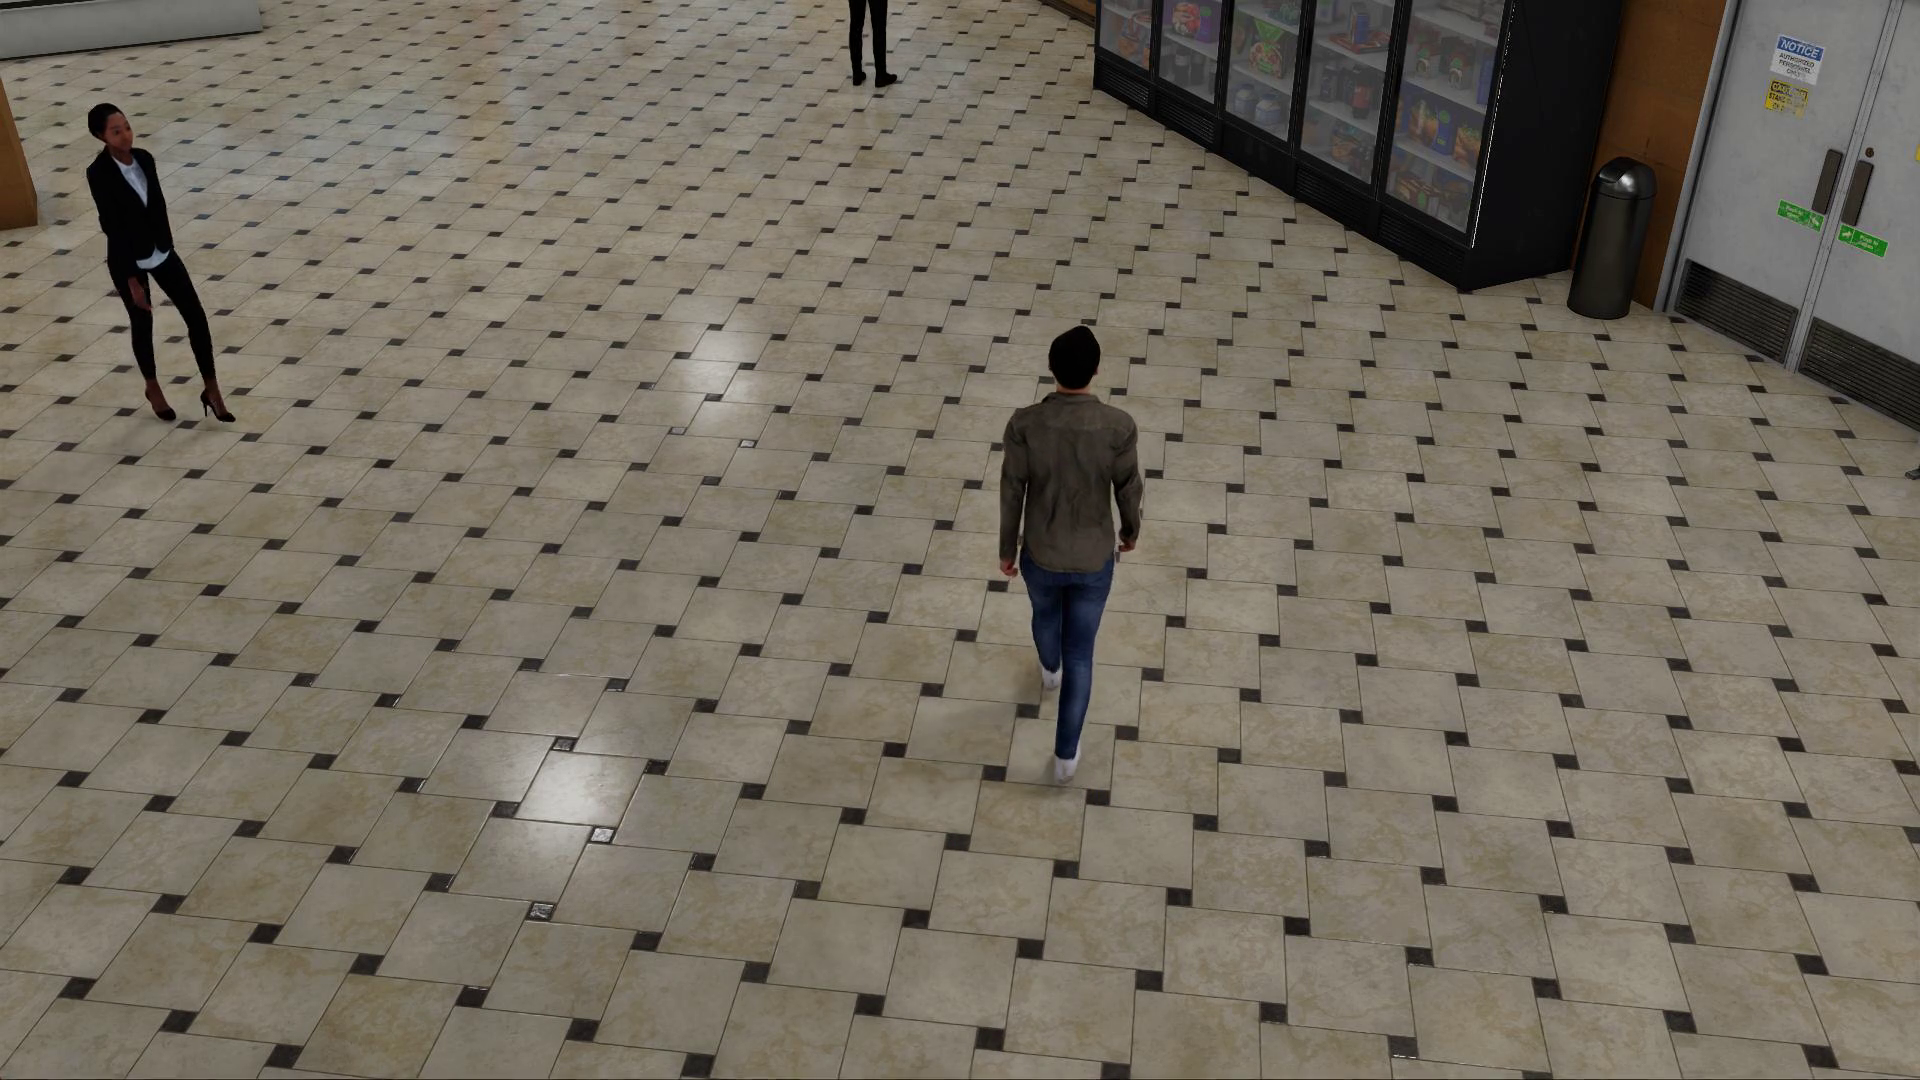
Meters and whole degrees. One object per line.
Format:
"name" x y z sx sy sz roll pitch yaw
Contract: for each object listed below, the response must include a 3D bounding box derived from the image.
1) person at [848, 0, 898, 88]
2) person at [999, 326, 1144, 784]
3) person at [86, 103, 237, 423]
"person" -0.818 -4.938 14.540 0.770 1.891 0.834 10 33 16
"person" 0.420 0.113 6.493 1.223 1.816 1.145 3 32 5
"person" -4.484 -1.468 9.038 0.915 1.813 0.886 19 36 27
